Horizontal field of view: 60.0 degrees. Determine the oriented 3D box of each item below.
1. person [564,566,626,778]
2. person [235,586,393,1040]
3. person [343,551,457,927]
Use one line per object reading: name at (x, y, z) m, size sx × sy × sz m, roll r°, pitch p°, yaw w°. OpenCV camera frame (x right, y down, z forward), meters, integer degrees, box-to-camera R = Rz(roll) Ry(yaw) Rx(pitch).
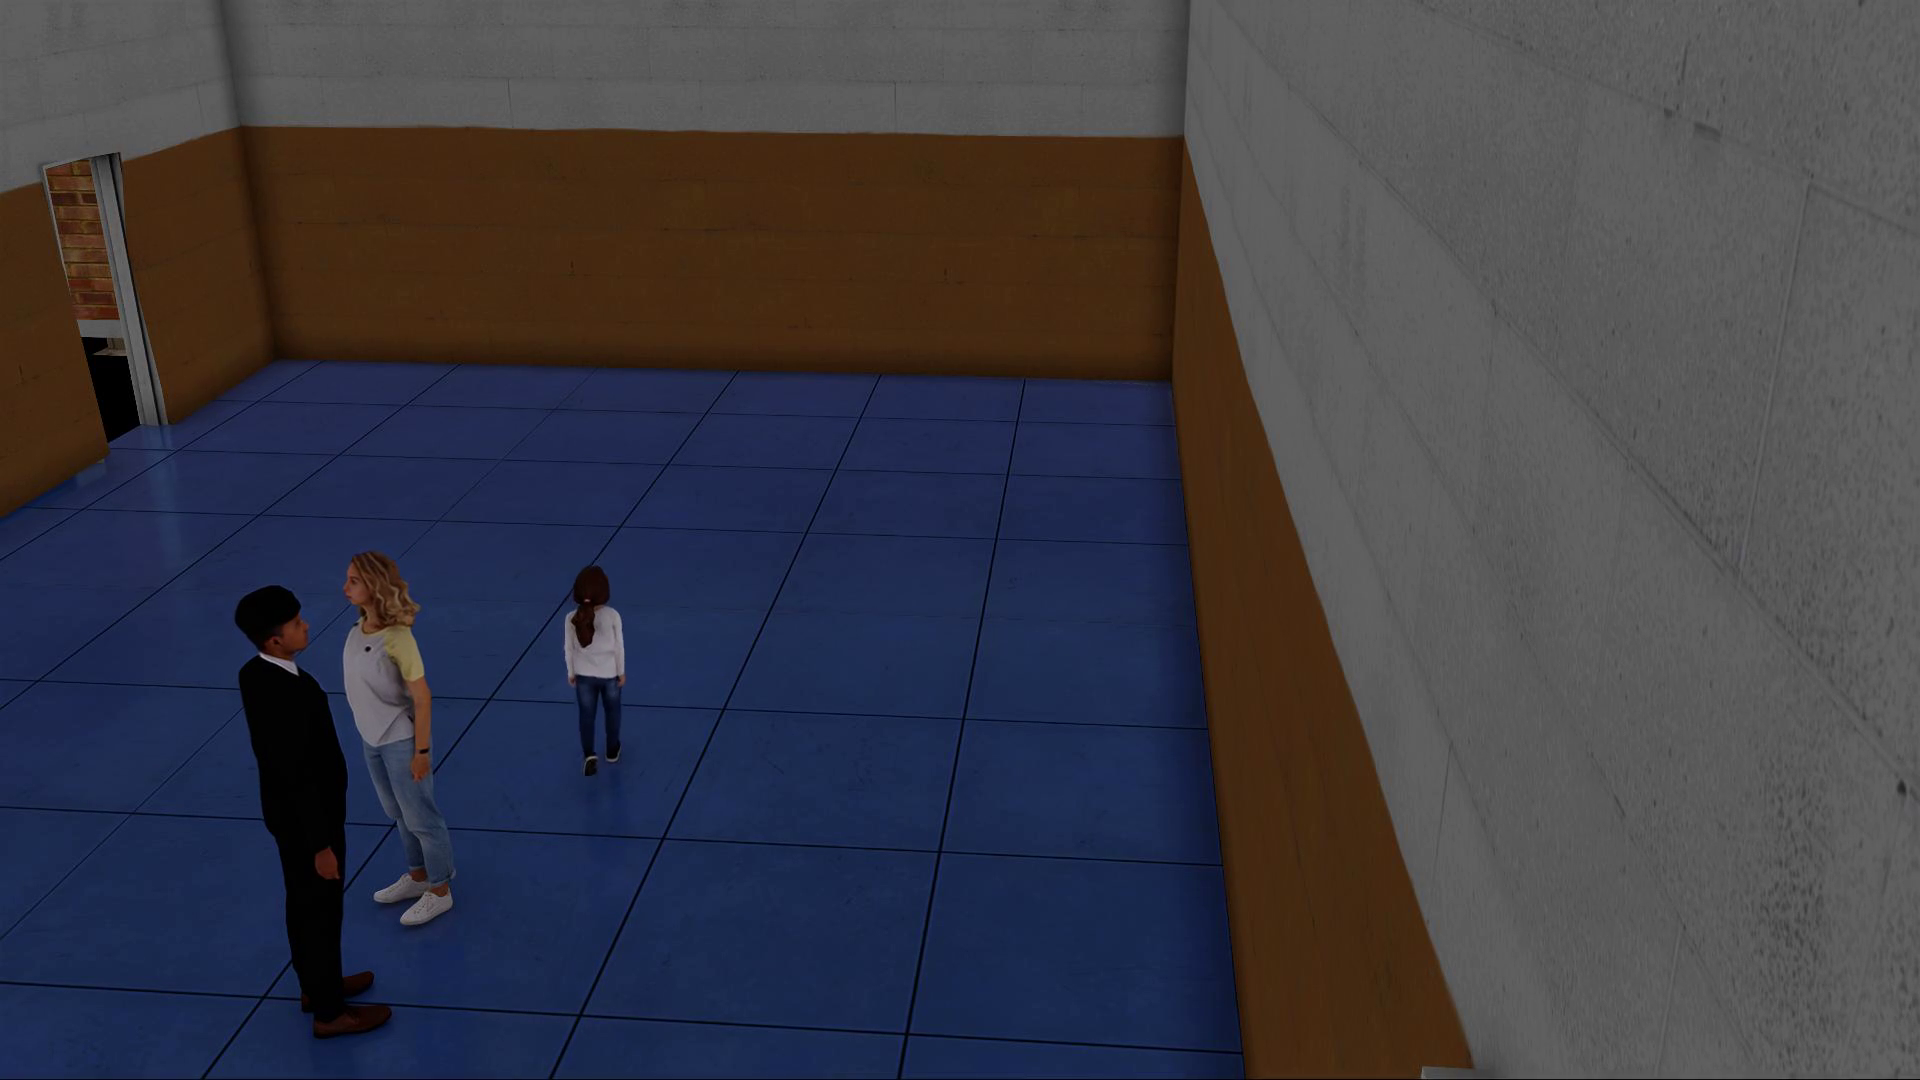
person at (-1.836, 0.671, 8.392) m, size 0.673 × 1.102 × 0.591 m, roll -2°, pitch 22°, yaw -6°
person at (-2.543, 1.048, 6.405) m, size 0.789 × 1.884 × 0.767 m, roll -14°, pitch 26°, yaw -30°
person at (-2.399, 0.845, 7.109) m, size 0.765 × 1.722 × 0.687 m, roll -20°, pitch 29°, yaw -41°
